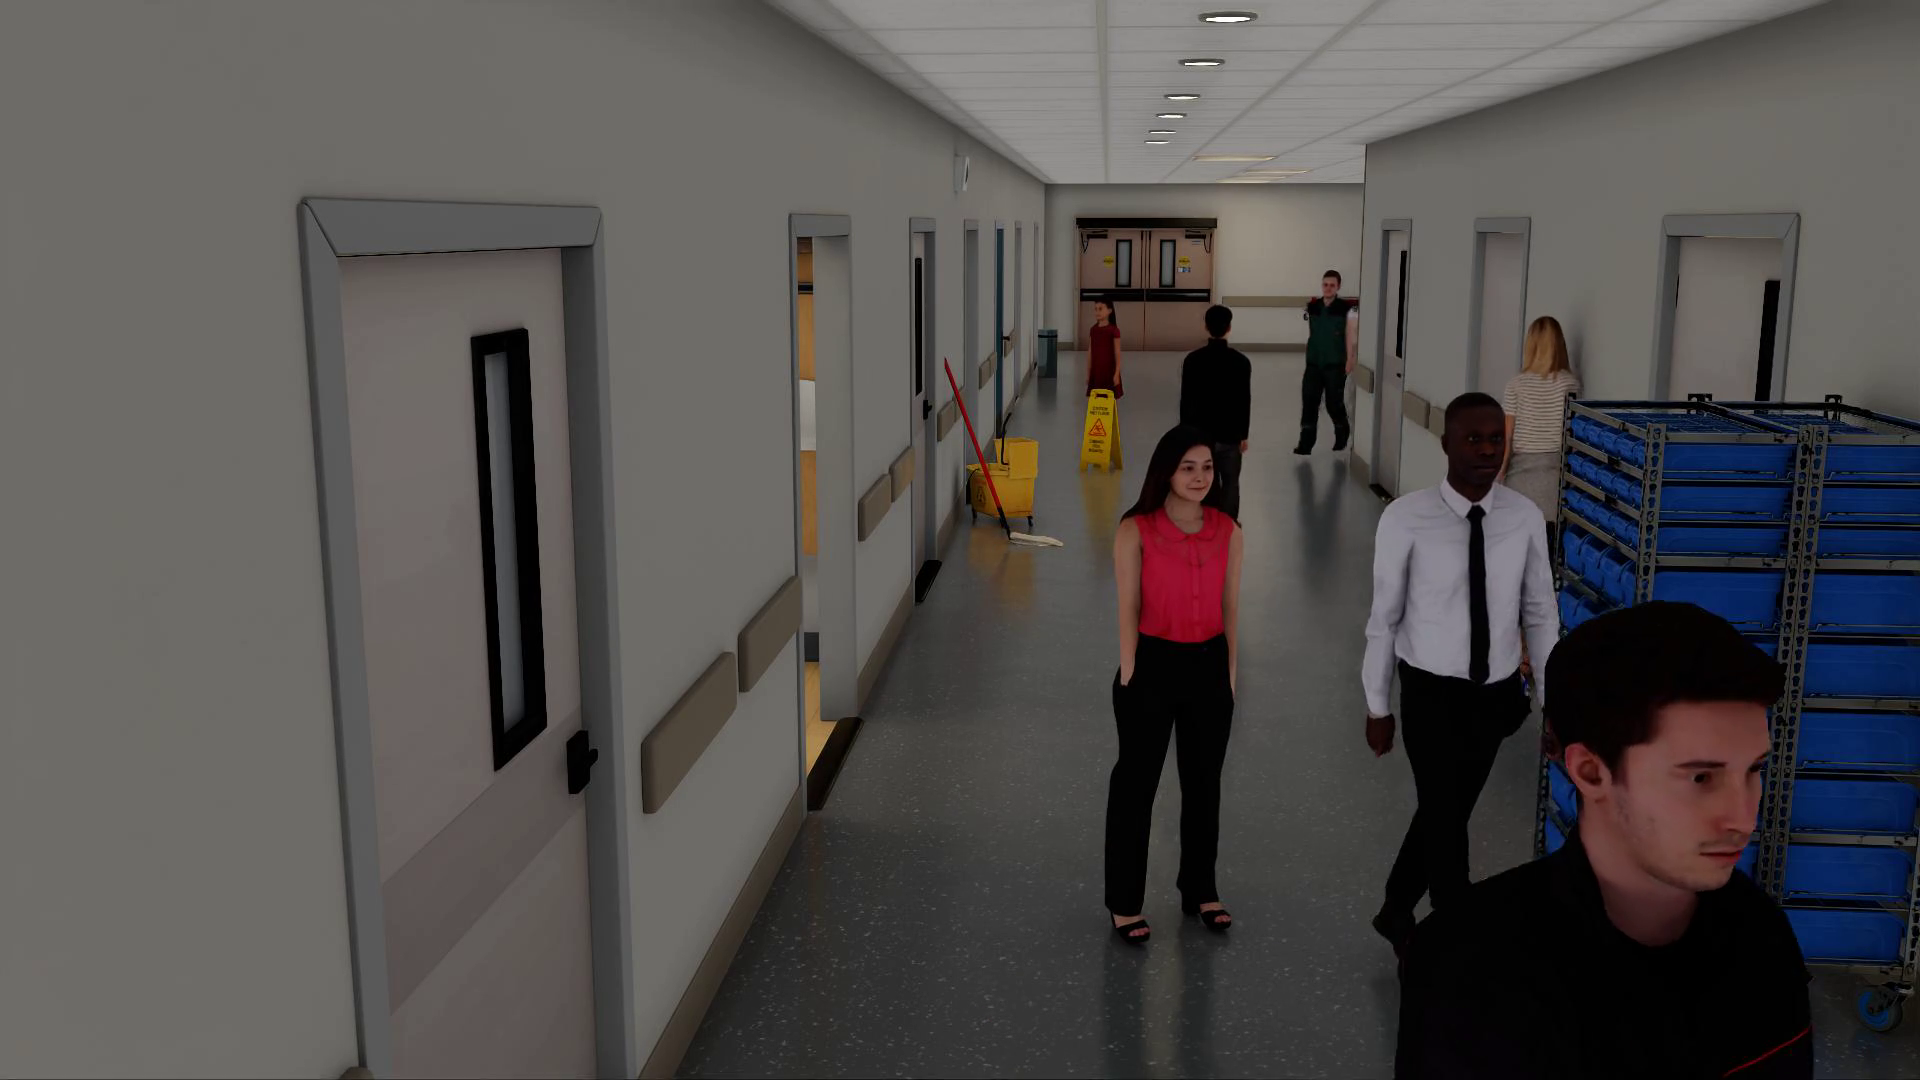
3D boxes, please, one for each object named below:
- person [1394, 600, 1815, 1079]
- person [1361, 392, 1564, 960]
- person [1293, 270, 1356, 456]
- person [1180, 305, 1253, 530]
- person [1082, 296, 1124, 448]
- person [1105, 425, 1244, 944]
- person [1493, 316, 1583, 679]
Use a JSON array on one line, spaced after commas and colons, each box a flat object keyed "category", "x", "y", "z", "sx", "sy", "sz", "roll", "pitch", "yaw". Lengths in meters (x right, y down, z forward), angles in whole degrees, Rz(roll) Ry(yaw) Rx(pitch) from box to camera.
[{"category": "person", "x": 0.606, "y": 0.999, "z": 1.875, "sx": 1.040, "sy": 1.870, "sz": 1.334, "roll": -4, "pitch": 11, "yaw": -18}, {"category": "person", "x": 1.385, "y": 0.498, "z": 4.767, "sx": 0.854, "sy": 1.775, "sz": 1.335, "roll": -2, "pitch": 11, "yaw": -9}, {"category": "person", "x": 3.658, "y": -1.718, "z": 16.378, "sx": 1.033, "sy": 1.796, "sz": 1.234, "roll": 8, "pitch": 13, "yaw": 35}, {"category": "person", "x": 1.763, "y": -0.750, "z": 11.556, "sx": 0.793, "sy": 1.695, "sz": 1.022, "roll": 3, "pitch": 11, "yaw": 17}, {"category": "person", "x": 1.480, "y": -1.714, "z": 17.001, "sx": 0.670, "sy": 1.553, "sz": 0.729, "roll": 8, "pitch": 13, "yaw": 36}, {"category": "person", "x": 0.683, "y": 0.457, "z": 5.296, "sx": 0.649, "sy": 1.658, "sz": 0.644, "roll": -4, "pitch": 11, "yaw": -18}, {"category": "person", "x": 2.905, "y": -0.191, "z": 8.341, "sx": 0.762, "sy": 1.796, "sz": 1.006, "roll": 3, "pitch": 11, "yaw": 16}]
